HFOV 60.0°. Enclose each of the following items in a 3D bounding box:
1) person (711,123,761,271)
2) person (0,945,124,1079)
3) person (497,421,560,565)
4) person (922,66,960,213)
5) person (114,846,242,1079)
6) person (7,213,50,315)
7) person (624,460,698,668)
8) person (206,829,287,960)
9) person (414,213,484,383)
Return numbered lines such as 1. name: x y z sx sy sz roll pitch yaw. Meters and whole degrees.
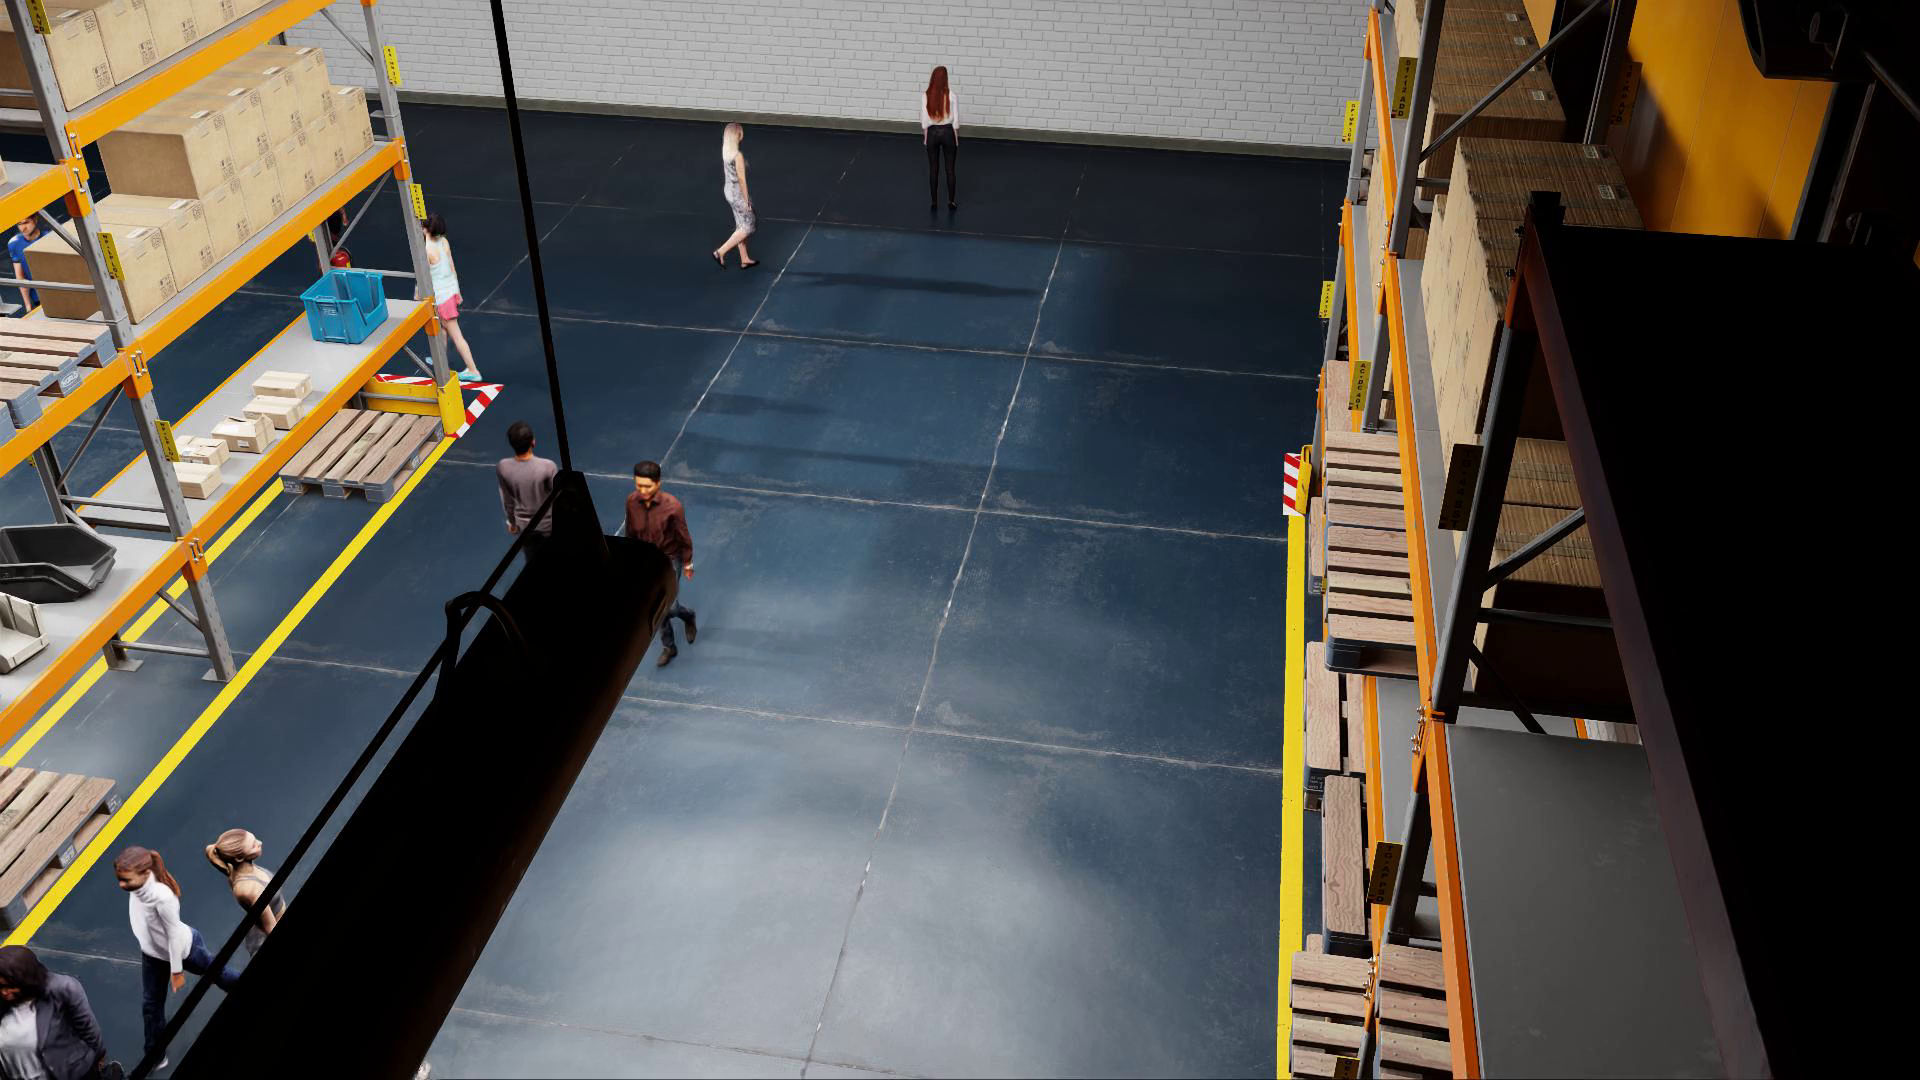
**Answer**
1. person: -2.514 -3.716 18.243 0.931 1.690 0.889 -18 38 -25
2. person: -4.742 2.678 8.733 0.891 1.568 1.108 -5 34 -8
3. person: -3.250 -0.120 12.763 0.567 1.767 0.675 5 34 8
4. person: -0.226 -4.749 19.735 0.599 1.758 0.516 3 34 5
5. person: -4.376 2.266 9.406 0.749 1.510 1.136 15 37 22
6. person: -8.797 -2.429 16.163 0.787 1.850 0.880 -6 34 -9
7. person: -2.199 0.119 12.406 0.704 1.765 0.769 10 35 15
8. person: -3.844 2.252 9.252 0.718 1.704 0.666 -24 40 -31
9. person: -4.919 -2.319 16.086 0.675 1.750 0.875 8 34 12
